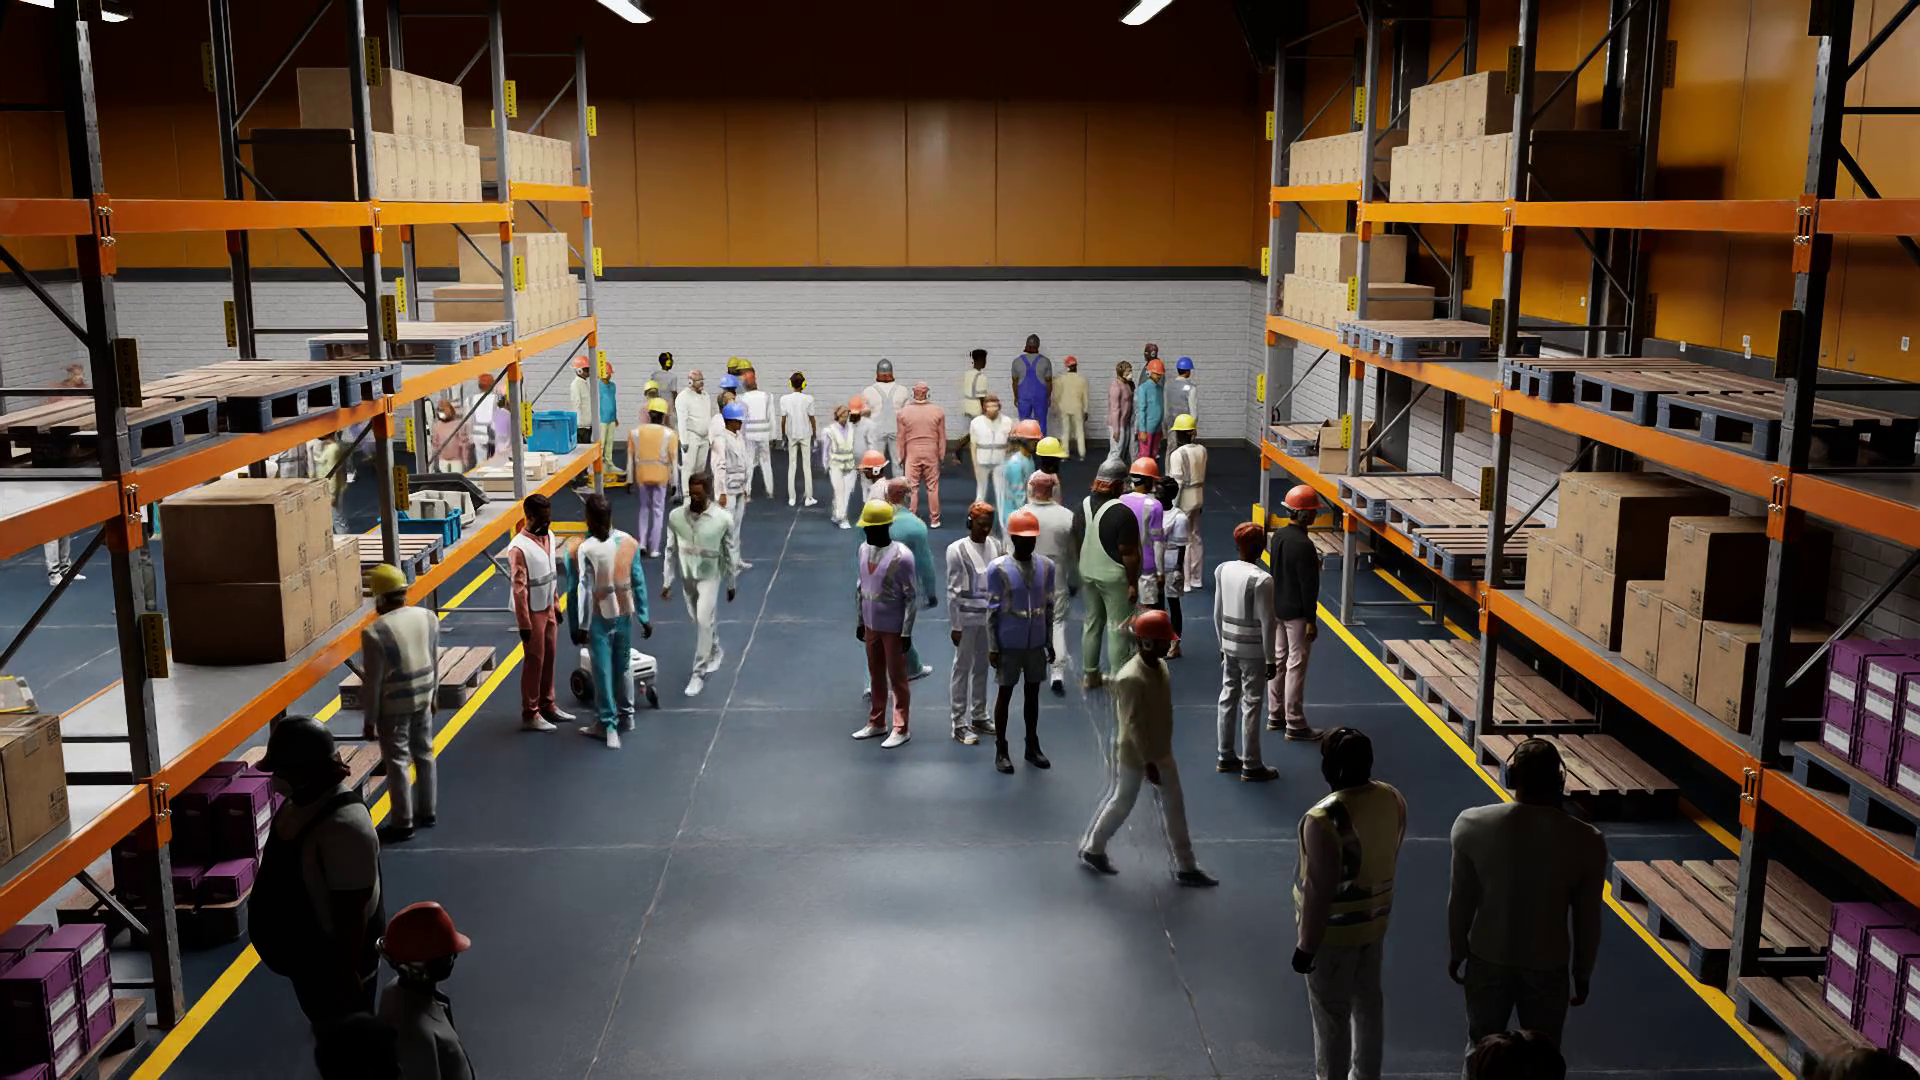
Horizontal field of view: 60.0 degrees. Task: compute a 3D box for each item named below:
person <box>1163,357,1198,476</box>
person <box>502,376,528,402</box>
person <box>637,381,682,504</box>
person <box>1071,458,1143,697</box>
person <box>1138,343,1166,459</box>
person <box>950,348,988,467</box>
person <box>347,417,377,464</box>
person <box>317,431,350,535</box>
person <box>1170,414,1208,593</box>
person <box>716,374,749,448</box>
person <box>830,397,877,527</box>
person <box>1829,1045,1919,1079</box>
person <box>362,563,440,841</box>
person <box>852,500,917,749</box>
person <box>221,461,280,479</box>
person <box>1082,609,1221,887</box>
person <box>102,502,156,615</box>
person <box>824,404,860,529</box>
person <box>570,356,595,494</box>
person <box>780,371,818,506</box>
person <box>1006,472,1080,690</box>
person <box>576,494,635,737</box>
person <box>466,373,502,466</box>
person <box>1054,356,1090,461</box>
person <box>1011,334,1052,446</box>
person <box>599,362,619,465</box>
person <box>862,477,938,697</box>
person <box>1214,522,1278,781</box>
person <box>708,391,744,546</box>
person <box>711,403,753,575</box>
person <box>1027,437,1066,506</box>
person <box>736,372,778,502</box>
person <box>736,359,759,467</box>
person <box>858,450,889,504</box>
[{"bbox_3d":[3.267,-1.731,24.550,0.405,1.944,0.615,-10,15,-40],"label":"person"},{"bbox_3d":[-6.946,-1.879,26.078,0.499,1.634,0.285,7,13,31],"label":"person"},{"bbox_3d":[-4.247,-1.353,23.271,0.567,1.720,0.911,-10,15,-41],"label":"person"},{"bbox_3d":[1.300,0.300,14.128,0.538,2.000,0.682,-10,15,-40],"label":"person"},{"bbox_3d":[3.131,-2.283,27.414,0.407,1.910,0.638,-3,12,-13],"label":"person"},{"bbox_3d":[0.232,-2.050,26.156,0.663,1.942,0.643,-7,13,-30],"label":"person"},{"bbox_3d":[-9.538,-2.168,26.688,0.533,1.962,0.650,6,13,28],"label":"person"},{"bbox_3d":[-7.227,-0.559,19.153,0.339,1.761,0.524,-4,12,-18],"label":"person"},{"bbox_3d":[2.417,-0.394,17.894,0.385,1.925,0.591,10,15,40],"label":"person"},{"bbox_3d":[-3.040,-1.231,22.064,0.403,1.945,0.627,6,13,27],"label":"person"},{"bbox_3d":[-1.358,-1.003,21.526,0.563,1.692,0.916,3,12,15],"label":"person"},{"bbox_3d":[2.294,2.264,4.608,0.629,1.919,0.637,7,13,30],"label":"person"},{"bbox_3d":[-3.666,1.051,10.898,0.403,1.833,0.593,7,13,31],"label":"person"},{"bbox_3d":[-0.592,0.635,12.743,0.594,1.921,0.375,11,16,43],"label":"person"},{"bbox_3d":[-7.205,-0.169,16.994,0.561,1.838,0.388,-6,13,-29],"label":"person"},{"bbox_3d":[1.135,1.263,10.147,0.864,1.708,0.555,9,14,38],"label":"person"},{"bbox_3d":[-8.427,-0.145,16.849,0.389,1.846,0.567,7,13,32],"label":"person"},{"bbox_3d":[-1.557,-0.975,21.603,0.529,1.618,0.612,-6,13,-28],"label":"person"},{"bbox_3d":[-5.459,-1.675,24.163,0.397,1.990,0.626,0,11,1],"label":"person"},{"bbox_3d":[-2.231,-1.405,23.107,0.513,1.872,0.328,1,11,5],"label":"person"},{"bbox_3d":[0.719,0.343,14.395,0.653,1.859,0.949,-1,11,-3],"label":"person"},{"bbox_3d":[-2.751,0.591,13.010,0.405,1.909,0.597,6,13,28],"label":"person"},{"bbox_3d":[-6.513,-1.363,22.934,0.573,1.865,0.518,0,11,1],"label":"person"},{"bbox_3d":[1.826,-2.135,27.168,0.586,1.728,0.465,1,11,7],"label":"person"},{"bbox_3d":[1.213,-2.422,27.779,0.679,2.000,0.537,2,11,9],"label":"person"},{"bbox_3d":[-5.502,-1.906,25.910,0.342,1.748,0.573,5,12,25],"label":"person"},{"bbox_3d":[-0.527,0.389,14.181,0.656,1.856,1.013,9,14,38],"label":"person"},{"bbox_3d":[2.073,0.801,12.013,0.355,1.885,0.575,-8,14,-33],"label":"person"},{"bbox_3d":[-2.836,-0.841,20.106,0.352,1.937,0.635,2,11,10],"label":"person"},{"bbox_3d":[-2.568,-0.582,18.790,0.401,1.944,0.618,4,12,17],"label":"person"},{"bbox_3d":[0.833,-0.048,16.155,0.386,1.927,0.589,4,12,20],"label":"person"},{"bbox_3d":[-2.870,-1.456,23.470,0.625,1.848,0.617,-4,12,-20],"label":"person"},{"bbox_3d":[-3.398,-2.023,26.552,0.324,1.737,0.484,0,11,0],"label":"person"},{"bbox_3d":[-0.827,-0.031,16.550,0.362,1.743,0.557,-1,11,-5],"label":"person"}]
